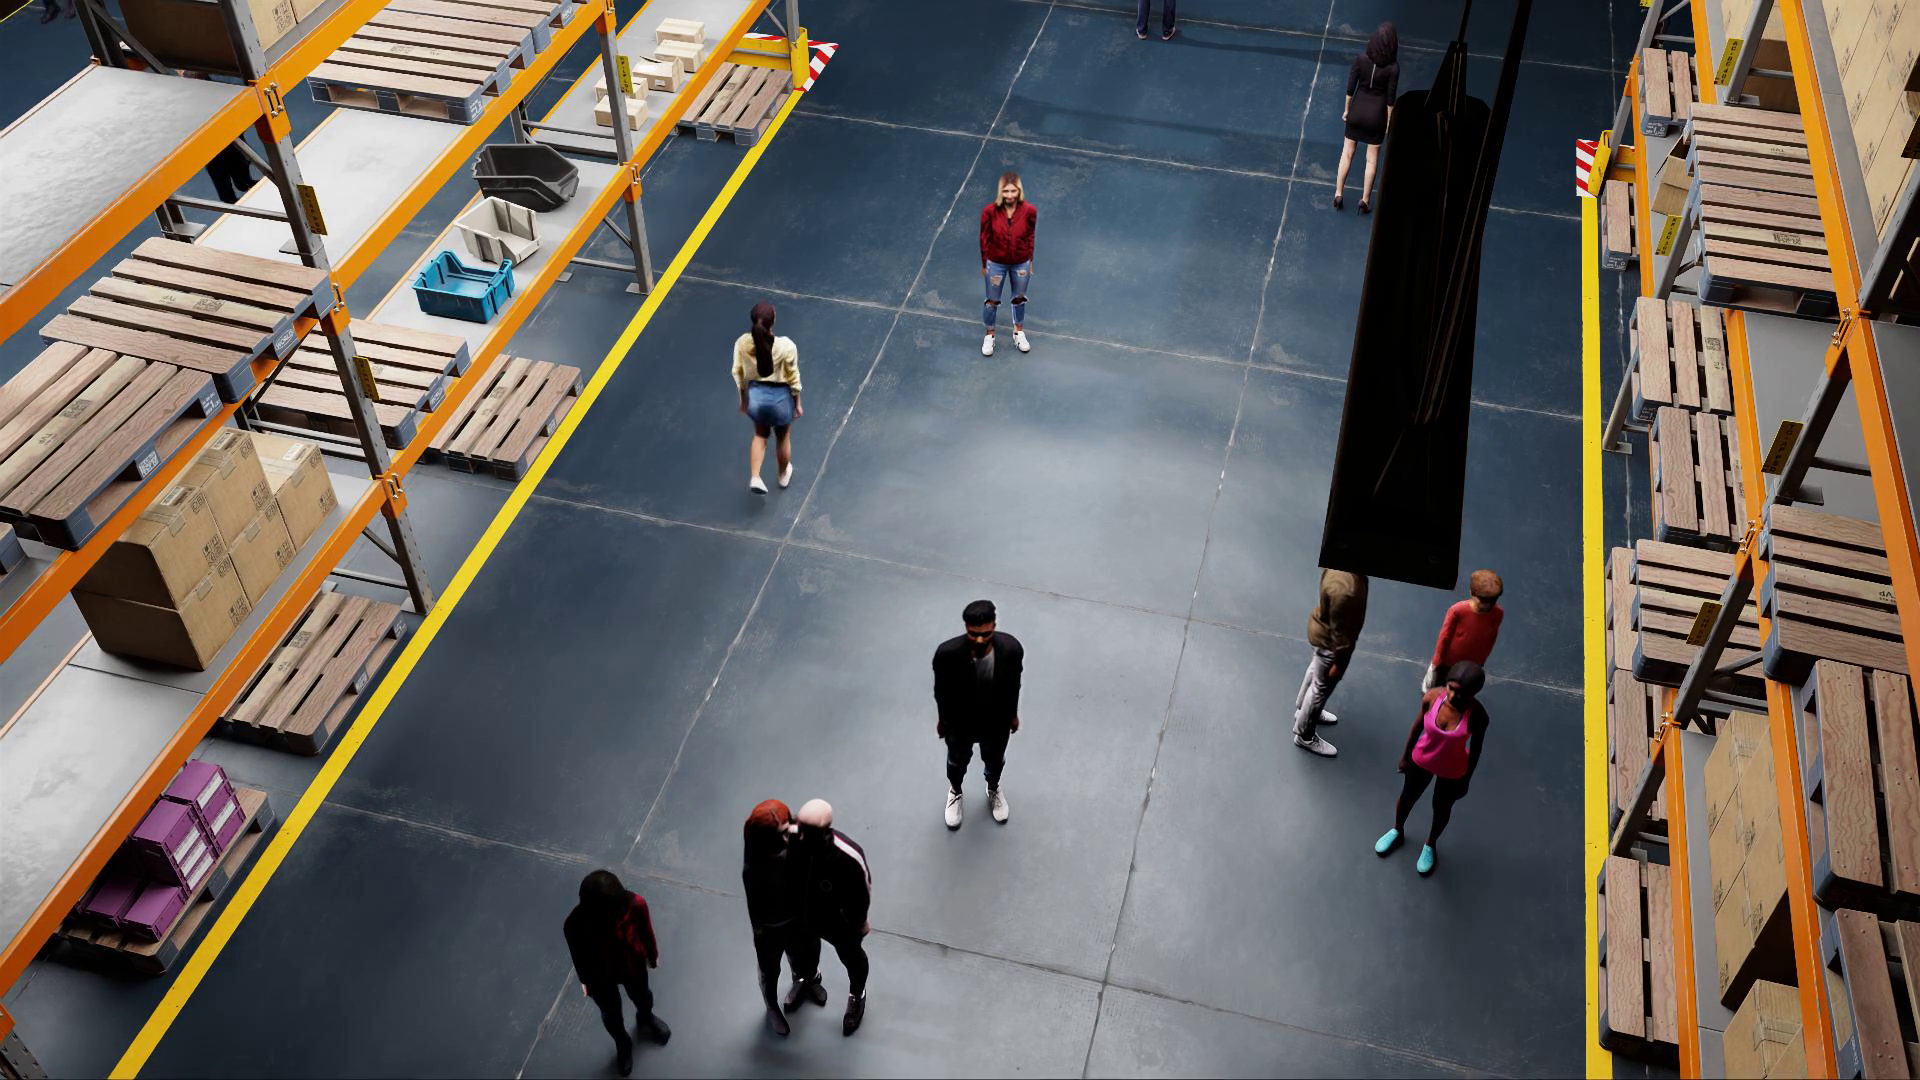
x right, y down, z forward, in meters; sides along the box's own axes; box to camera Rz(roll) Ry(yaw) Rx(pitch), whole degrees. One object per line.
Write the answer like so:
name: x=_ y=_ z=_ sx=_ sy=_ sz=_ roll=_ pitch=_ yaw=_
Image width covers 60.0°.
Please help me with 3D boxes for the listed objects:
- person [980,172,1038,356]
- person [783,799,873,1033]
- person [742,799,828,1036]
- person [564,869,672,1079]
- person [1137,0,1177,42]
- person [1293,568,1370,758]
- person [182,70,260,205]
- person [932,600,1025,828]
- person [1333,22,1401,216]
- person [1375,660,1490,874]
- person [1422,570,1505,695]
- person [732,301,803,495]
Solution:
person: x=0.385 y=-2.243 z=13.421 sx=0.674 sy=1.635 sz=0.659 roll=-5 pitch=44 yaw=-6
person: x=-0.709 y=1.958 z=8.866 sx=0.716 sy=1.836 sz=0.639 roll=18 pitch=46 yaw=18
person: x=-0.950 y=1.982 z=8.881 sx=0.715 sy=1.779 sz=0.596 roll=34 pitch=53 yaw=30
person: x=-1.816 y=2.208 z=8.741 sx=0.684 sy=1.646 sz=0.727 roll=-18 pitch=47 yaw=-18
person: x=2.094 y=-6.126 z=17.339 sx=0.703 sy=1.852 sz=0.598 roll=6 pitch=44 yaw=6
person: x=2.320 y=0.591 z=10.308 sx=0.793 sy=1.825 sz=0.500 roll=8 pitch=44 yaw=9
person: x=-6.499 y=-3.479 z=14.739 sx=0.746 sy=1.606 sz=0.920 roll=2 pitch=44 yaw=2
person: x=0.106 y=1.000 z=9.887 sx=0.776 sy=1.814 sz=0.747 roll=-6 pitch=44 yaw=-6
person: x=3.637 y=-3.757 z=14.888 sx=0.642 sy=1.803 sz=0.583 roll=20 pitch=47 yaw=20
person: x=2.782 y=1.296 z=9.643 sx=0.635 sy=1.722 sz=0.641 roll=25 pitch=49 yaw=24
person: x=3.158 y=0.686 z=10.516 sx=0.598 sy=1.402 sz=0.844 roll=3 pitch=44 yaw=3
person: x=-1.404 y=-0.978 z=12.104 sx=0.693 sy=1.620 sz=0.845 roll=7 pitch=44 yaw=8
